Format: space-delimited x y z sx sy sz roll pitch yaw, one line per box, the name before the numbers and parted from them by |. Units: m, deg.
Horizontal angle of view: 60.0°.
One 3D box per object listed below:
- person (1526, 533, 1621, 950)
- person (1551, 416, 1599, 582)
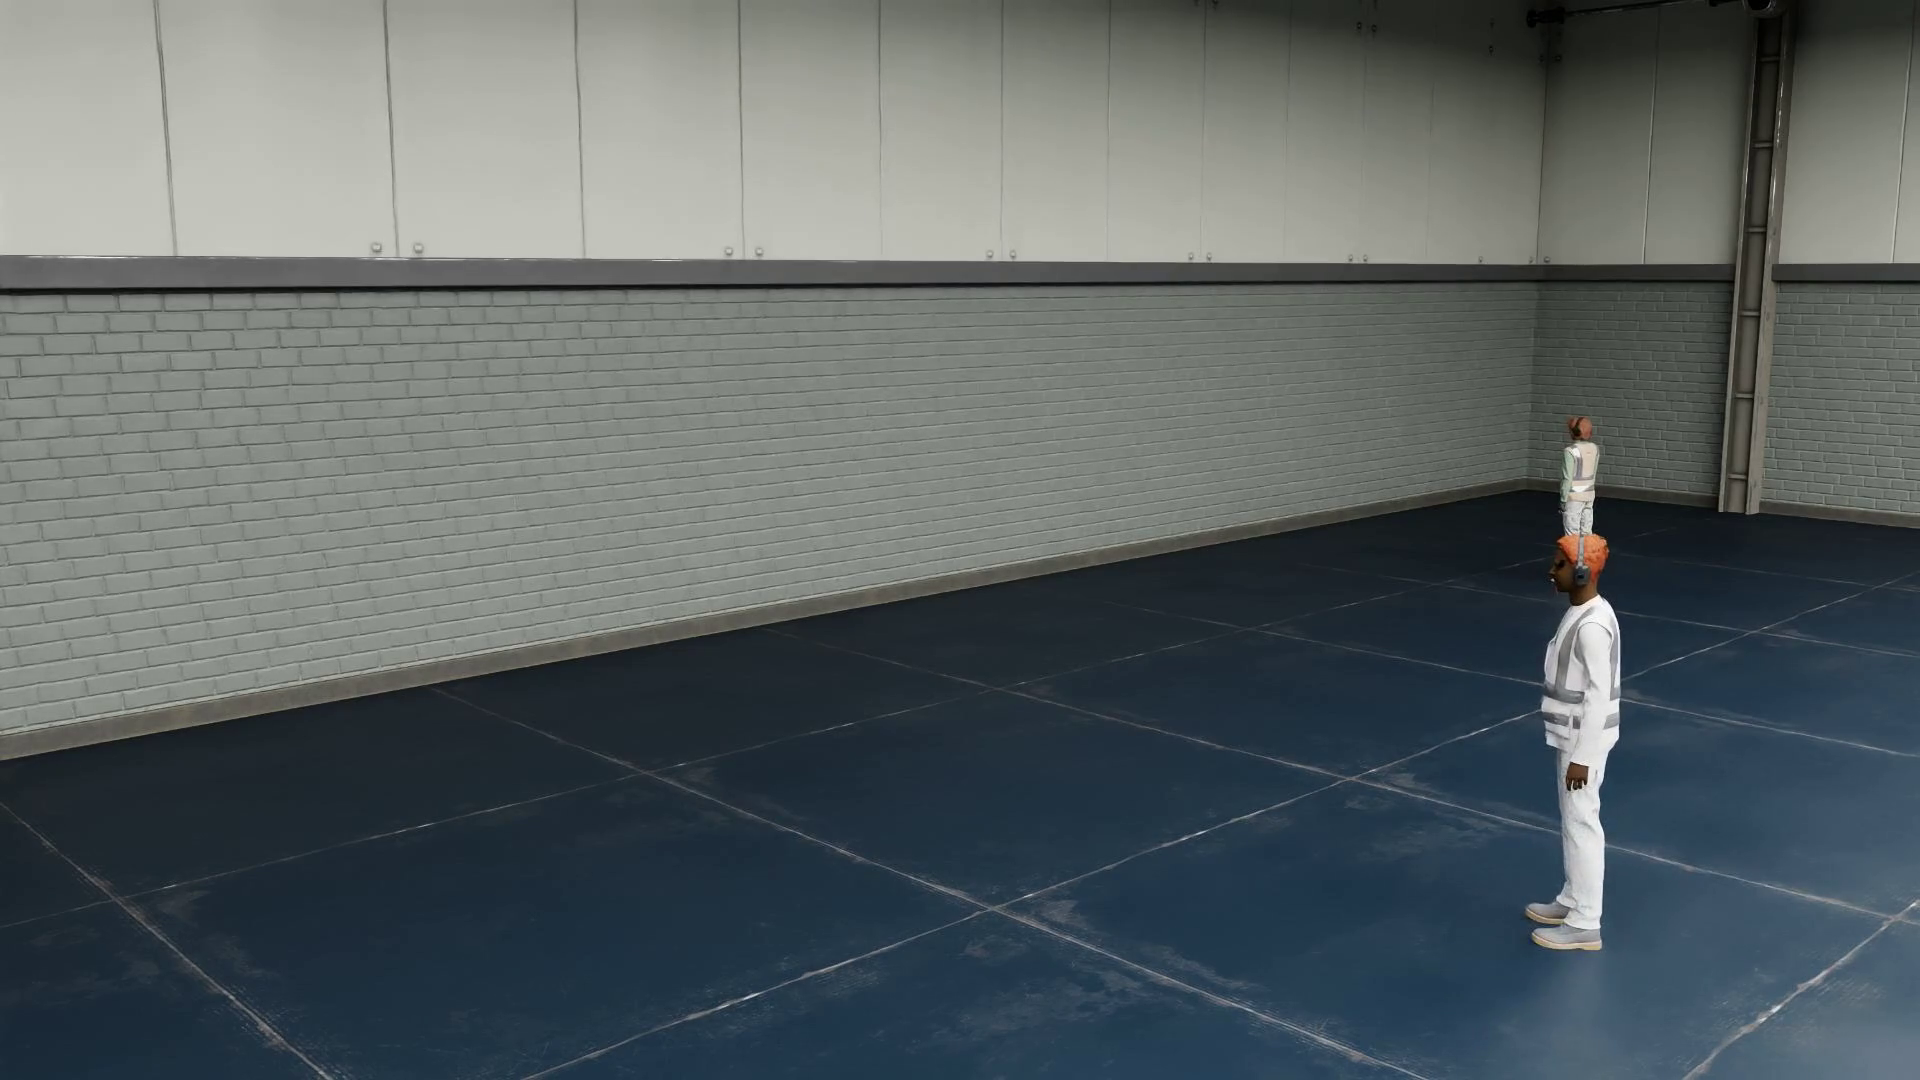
person | 2.778 0.898 7.481 0.337 1.882 0.584 3 10 16
person | 6.008 -0.385 16.190 0.514 1.645 0.308 -7 11 -37
